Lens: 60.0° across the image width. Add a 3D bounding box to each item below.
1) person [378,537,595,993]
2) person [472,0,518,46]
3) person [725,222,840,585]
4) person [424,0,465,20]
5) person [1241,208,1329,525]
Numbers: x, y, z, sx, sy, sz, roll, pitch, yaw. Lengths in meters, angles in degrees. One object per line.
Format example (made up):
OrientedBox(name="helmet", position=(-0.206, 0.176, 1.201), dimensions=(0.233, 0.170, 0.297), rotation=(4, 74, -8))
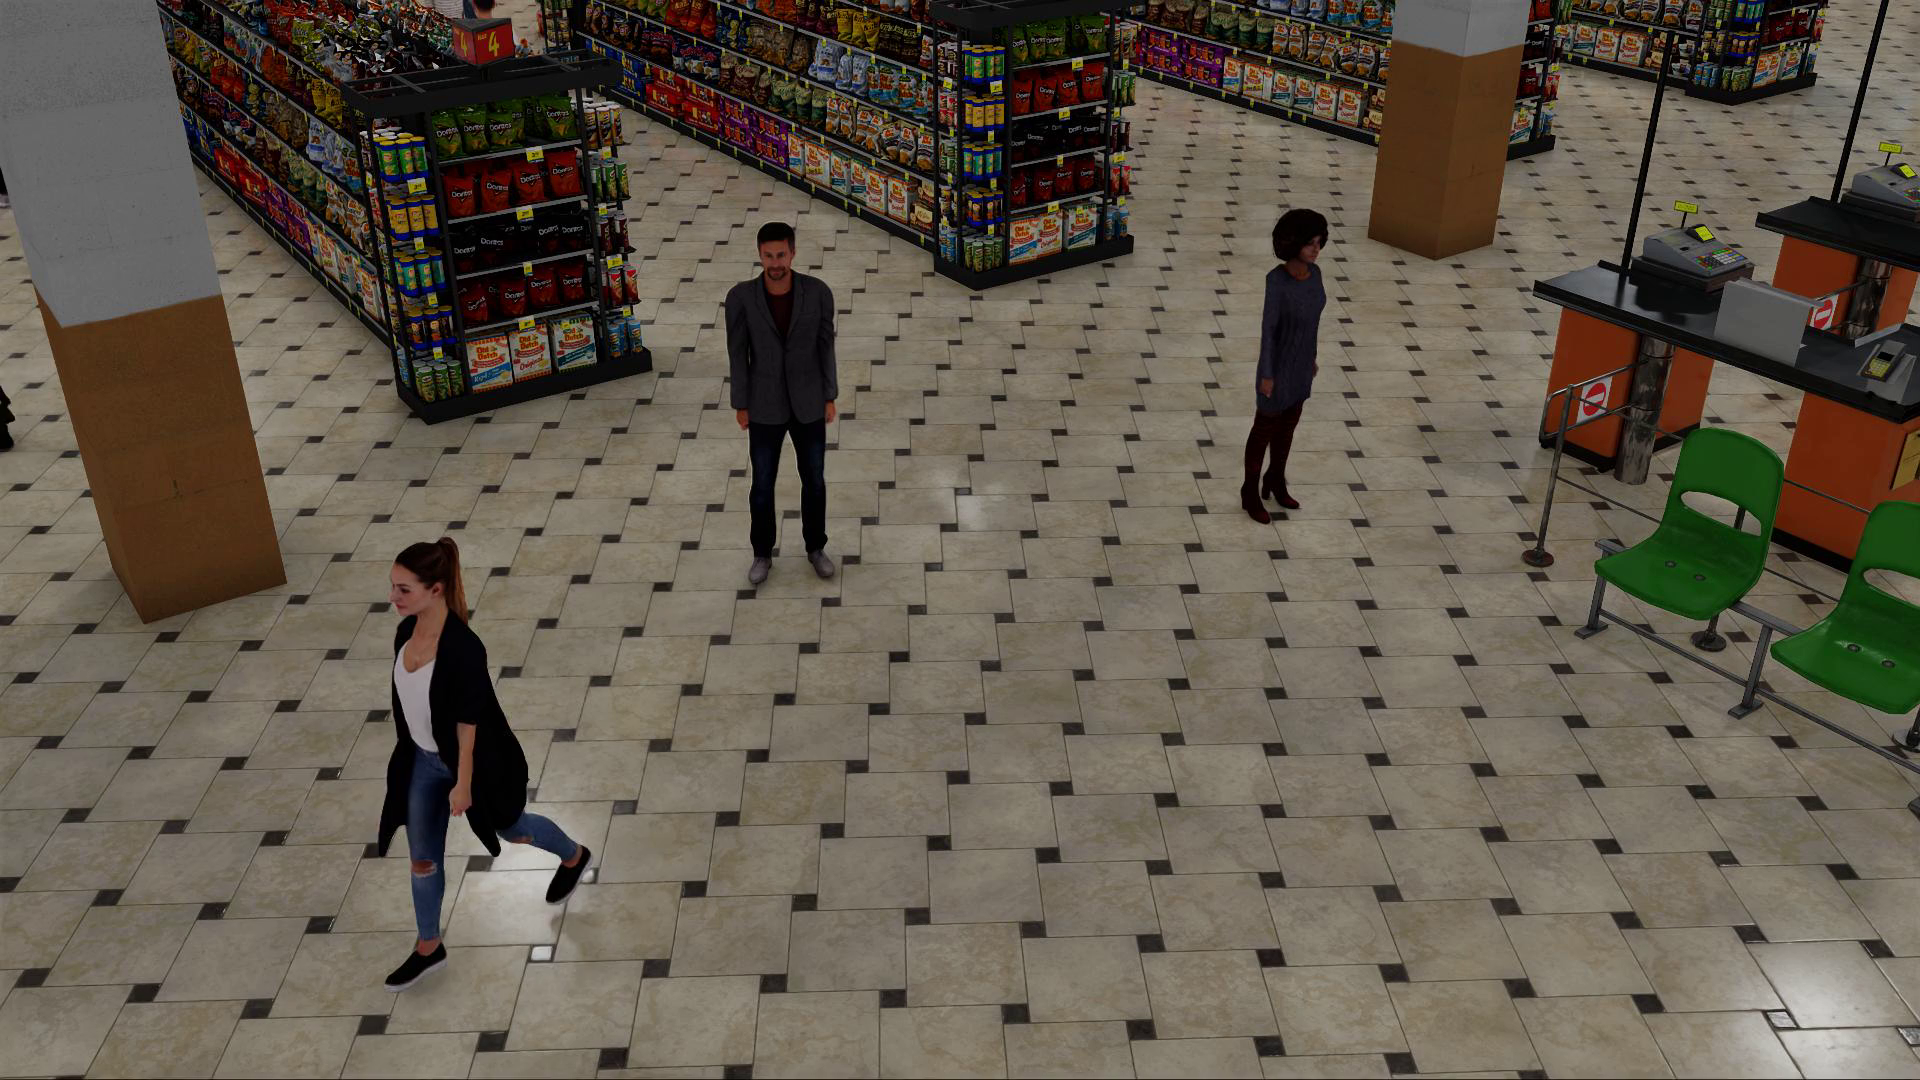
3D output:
OrientedBox(name="person", position=(-1.673, 0.750, 5.843), dimensions=(1.137, 1.648, 0.945), rotation=(18, 34, 30))
OrientedBox(name="person", position=(-3.787, -3.543, 13.521), dimensions=(0.730, 1.826, 1.136), rotation=(-15, 32, -26))
OrientedBox(name="person", position=(-0.861, -0.671, 8.213), dimensions=(0.776, 1.872, 0.745), rotation=(-5, 29, -10))
OrientedBox(name="person", position=(-4.883, -4.743, 15.908), dimensions=(0.600, 1.645, 0.619), rotation=(22, 36, 35))
OrientedBox(name="person", position=(1.728, -0.925, 8.847), dimensions=(0.608, 1.709, 0.530), rotation=(-23, 36, -35))
